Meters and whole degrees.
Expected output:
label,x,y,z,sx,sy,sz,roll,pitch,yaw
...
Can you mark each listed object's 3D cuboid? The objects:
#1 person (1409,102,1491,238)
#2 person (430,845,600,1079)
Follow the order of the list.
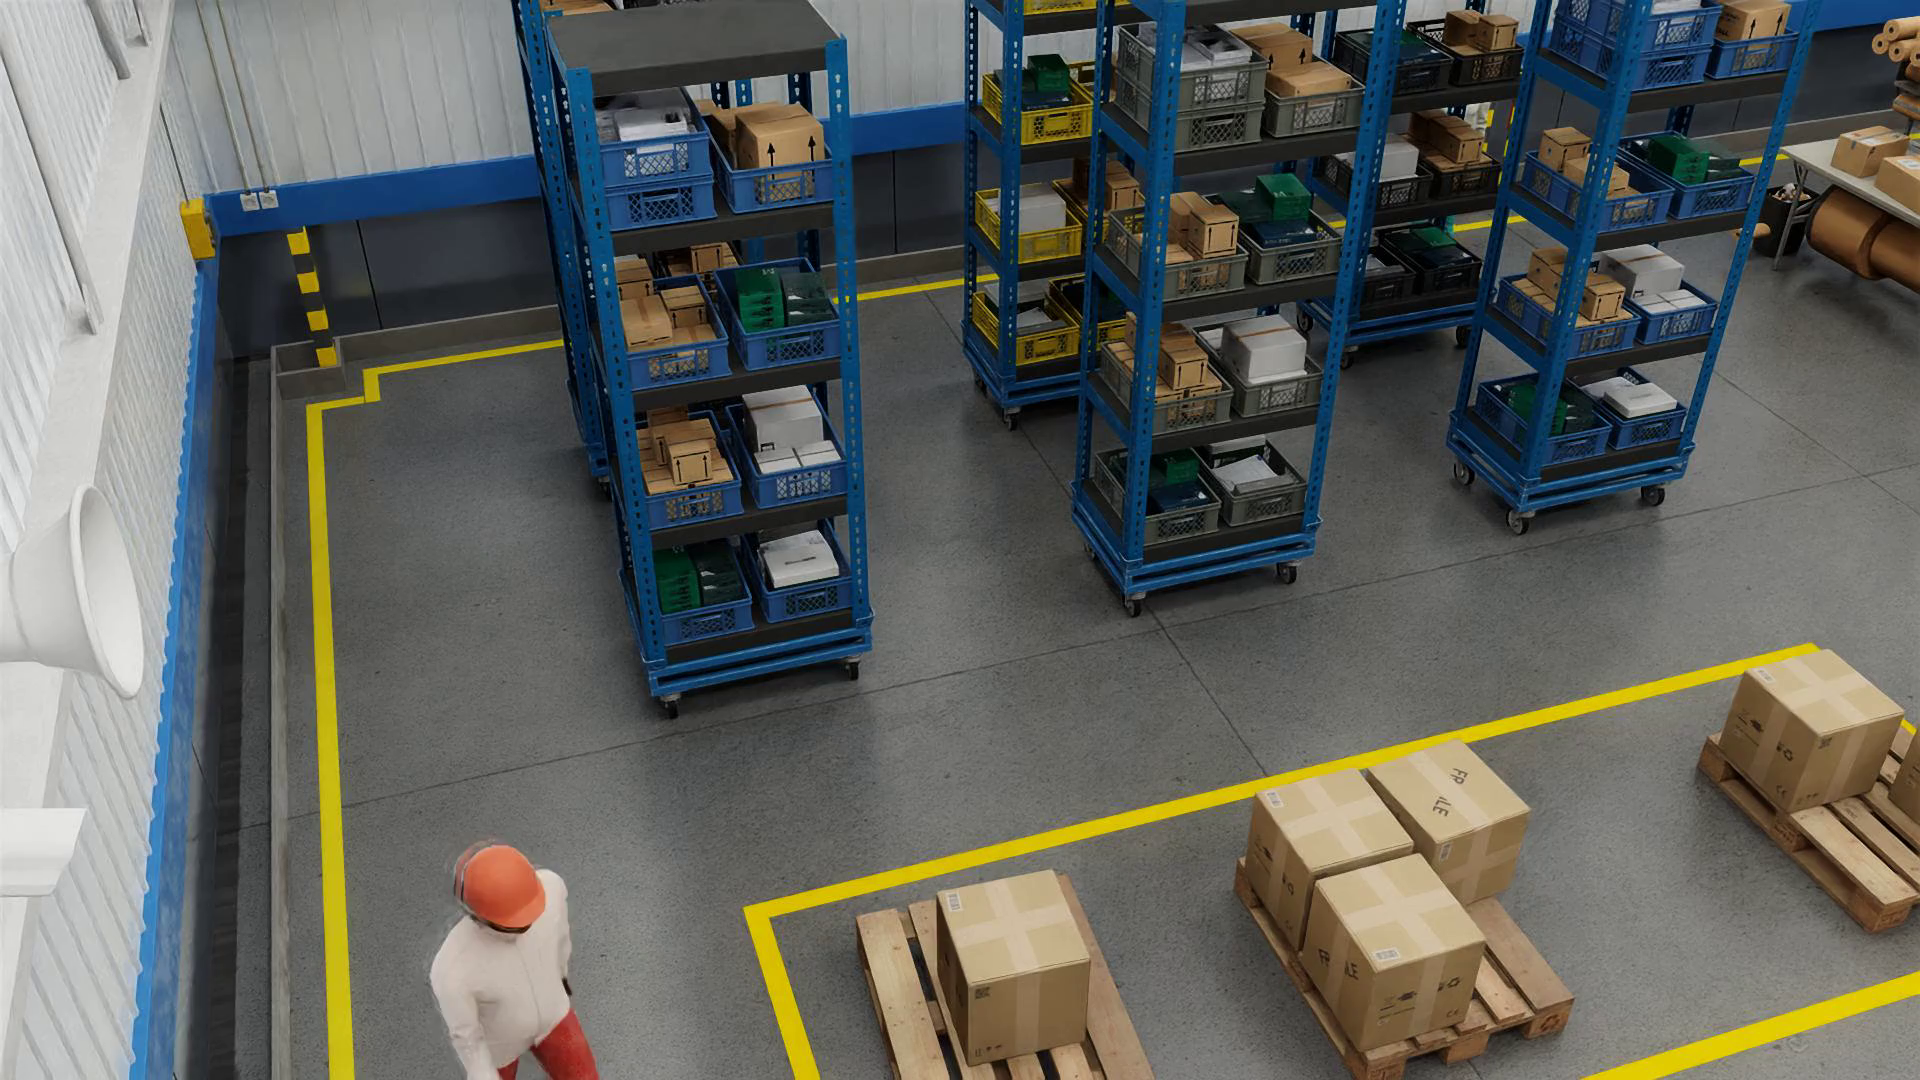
label,x,y,z,sx,sy,sz,roll,pitch,yaw
person,3.845,-3.041,13.067,0.524,1.768,0.313,0,35,0
person,-1.535,1.806,6.043,1.012,1.932,0.613,25,42,31
